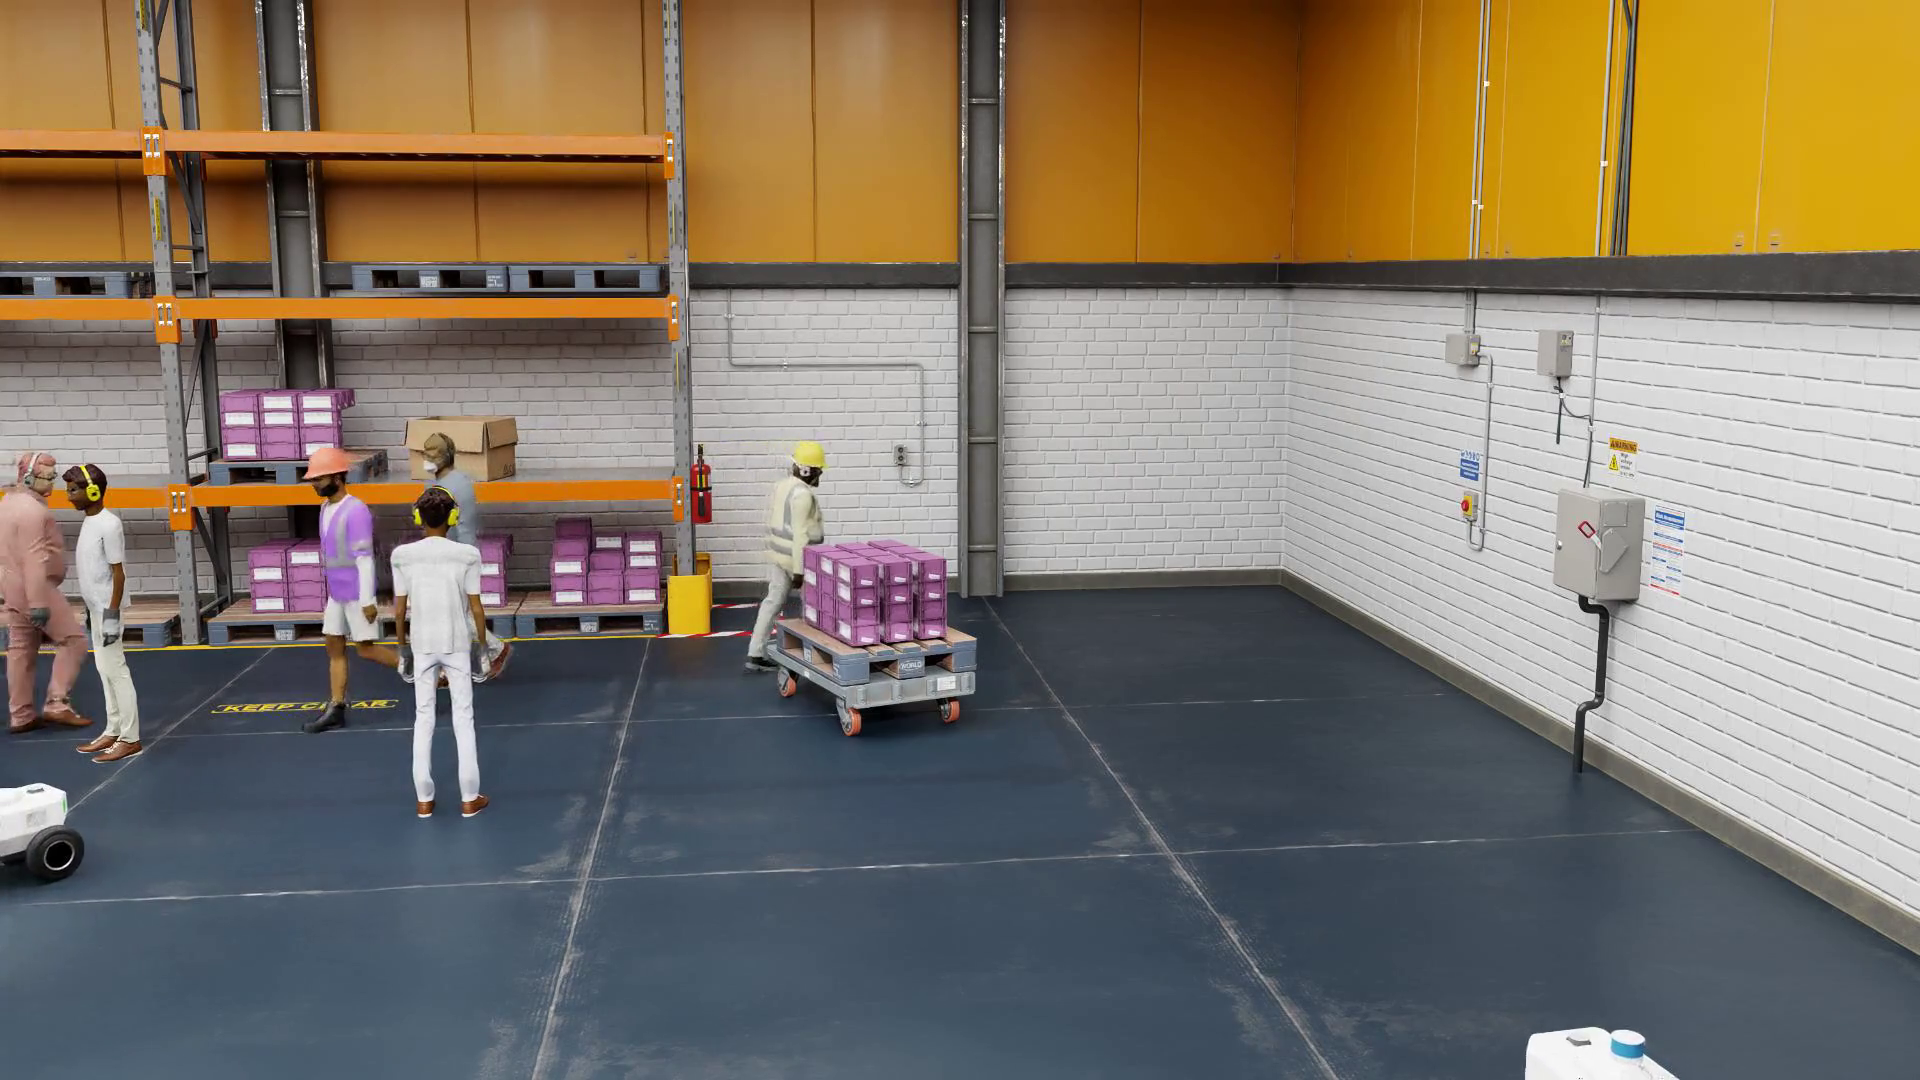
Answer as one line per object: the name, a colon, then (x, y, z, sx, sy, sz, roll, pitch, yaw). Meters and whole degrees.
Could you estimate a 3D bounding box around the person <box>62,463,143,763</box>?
person: (-5.352, 0.450, 10.364, 0.328, 1.865, 0.520, -8, 12, -41)

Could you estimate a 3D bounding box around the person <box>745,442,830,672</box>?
person: (-1.249, 0.136, 12.643, 0.921, 1.772, 0.614, -4, 10, -25)

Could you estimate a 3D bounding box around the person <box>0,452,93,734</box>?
person: (-6.026, 0.348, 10.959, 0.601, 1.869, 0.684, -9, 13, -43)

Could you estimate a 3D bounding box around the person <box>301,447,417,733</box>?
person: (-3.993, 0.315, 11.093, 0.557, 1.911, 0.828, 9, 13, 43)

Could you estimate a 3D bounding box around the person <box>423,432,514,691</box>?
person: (-3.621, 0.162, 12.022, 0.577, 1.916, 0.647, -6, 11, -33)

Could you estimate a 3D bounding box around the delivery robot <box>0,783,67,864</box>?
delivery robot: (-4.822, 1.402, 8.204, 0.477, 0.478, 0.707, 7, 11, 35)

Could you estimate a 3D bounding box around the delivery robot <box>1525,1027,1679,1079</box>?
delivery robot: (2.166, 1.846, 5.428, 0.477, 0.478, 0.707, -2, 9, -13)

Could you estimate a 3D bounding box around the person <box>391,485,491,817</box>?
person: (-2.884, 0.627, 9.289, 0.509, 1.857, 0.318, -1, 9, -5)
